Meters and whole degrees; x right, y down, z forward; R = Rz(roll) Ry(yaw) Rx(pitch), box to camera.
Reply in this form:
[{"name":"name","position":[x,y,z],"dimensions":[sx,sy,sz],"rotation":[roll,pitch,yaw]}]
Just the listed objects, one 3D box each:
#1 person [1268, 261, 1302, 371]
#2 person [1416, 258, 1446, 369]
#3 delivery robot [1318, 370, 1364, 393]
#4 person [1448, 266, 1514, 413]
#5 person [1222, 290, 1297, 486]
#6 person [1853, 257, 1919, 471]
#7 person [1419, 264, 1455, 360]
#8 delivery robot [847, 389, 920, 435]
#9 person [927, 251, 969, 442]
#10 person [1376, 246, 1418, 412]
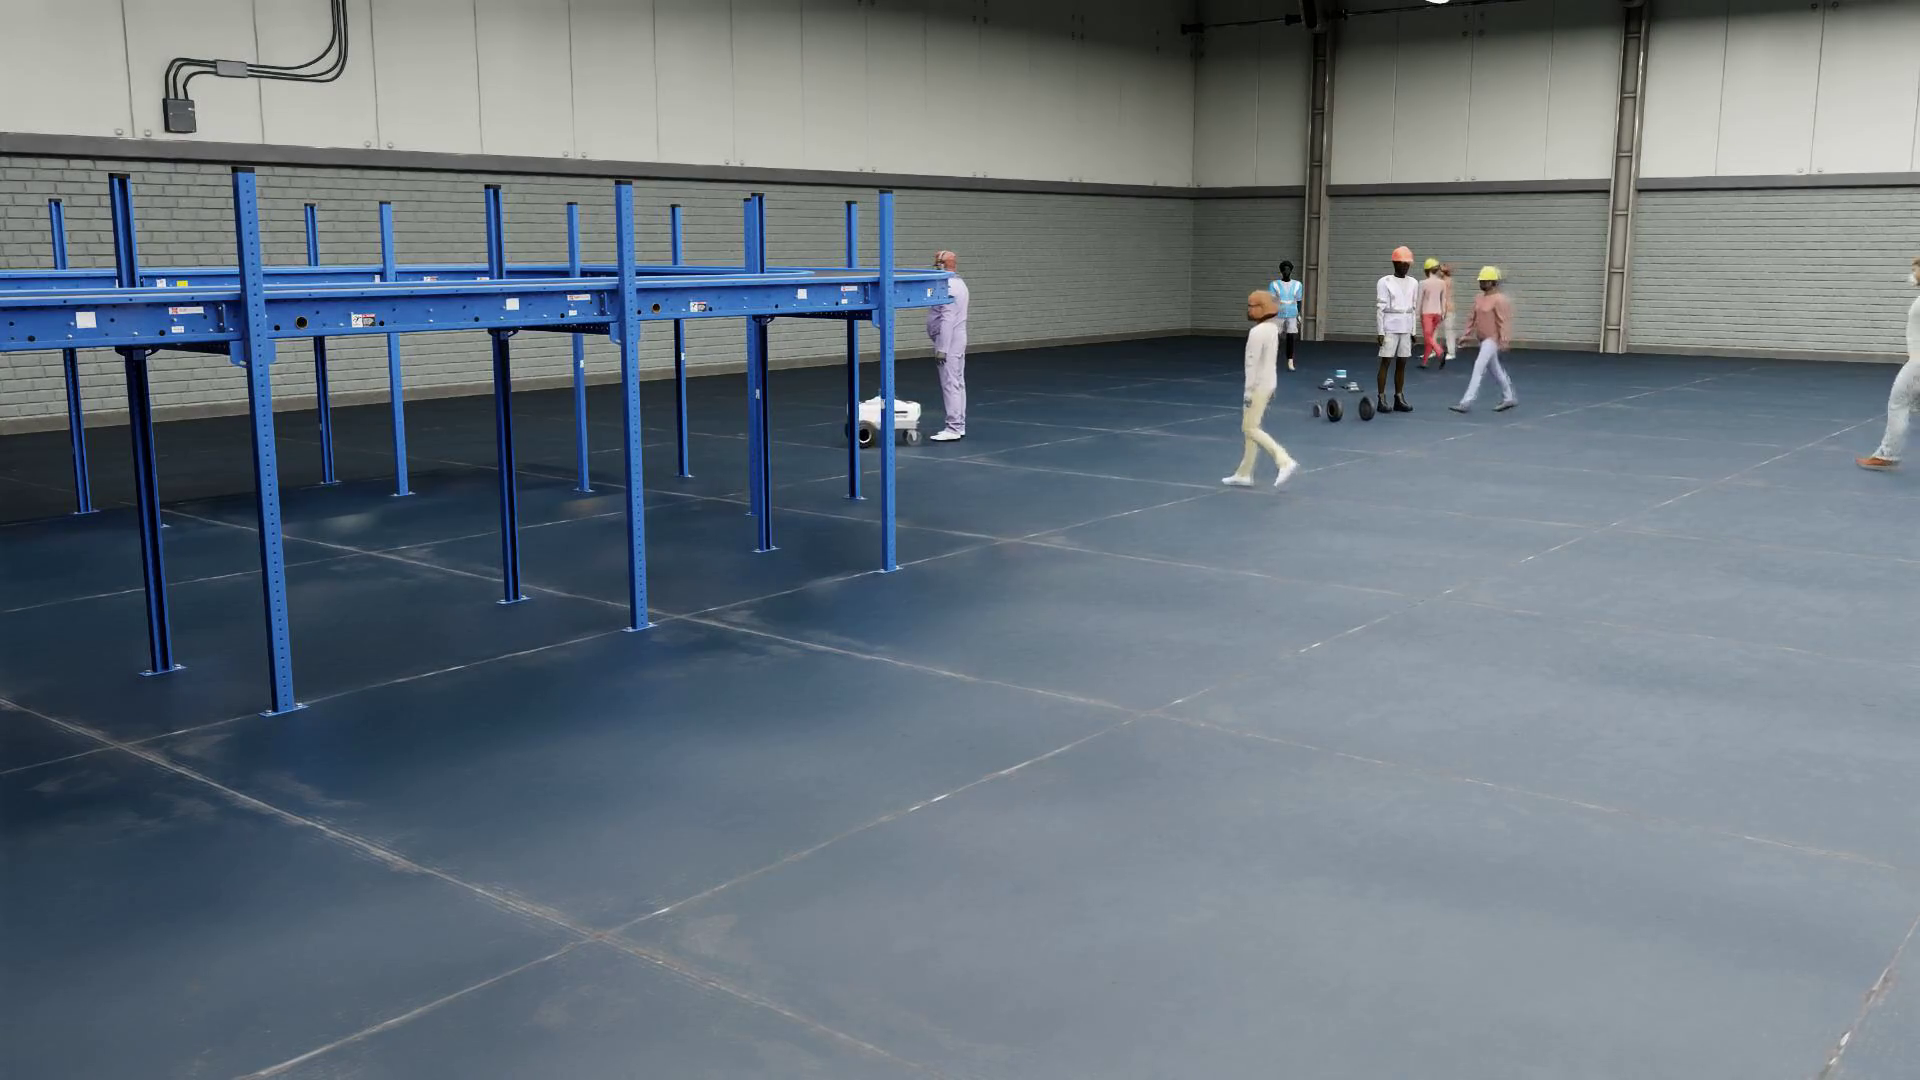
[{"name":"person","position":[5.026,-3.464,25.744],"dimensions":[0.540,1.695,0.317],"rotation":[0,10,0]},{"name":"person","position":[7.422,-3.536,26.056],"dimensions":[0.532,1.740,0.775],"rotation":[-4,11,-20]},{"name":"delivery robot","position":[4.339,-1.816,18.915],"dimensions":[0.335,0.223,0.698],"rotation":[-3,11,-18]},{"name":"person","position":[6.210,-2.355,19.560],"dimensions":[0.944,1.714,0.531],"rotation":[-3,11,-15]},{"name":"person","position":[2.462,-1.229,13.583],"dimensions":[0.643,1.618,0.517],"rotation":[6,12,29]},{"name":"person","position":[8.473,-1.532,14.487],"dimensions":[0.972,1.908,0.647],"rotation":[6,12,32]},{"name":"person","position":[8.067,-3.840,28.032],"dimensions":[0.695,1.610,0.538],"rotation":[-1,10,-4]},{"name":"delivery robot","position":[-0.755,-1.253,16.517],"dimensions":[0.707,0.478,0.477],"rotation":[-2,10,-10]},{"name":"person","position":[-0.134,-1.960,16.840],"dimensions":[0.399,1.904,0.644],"rotation":[3,11,14]},{"name":"person","position":[5.176,-2.489,19.666],"dimensions":[0.545,1.941,0.350],"rotation":[-4,11,-20]}]
